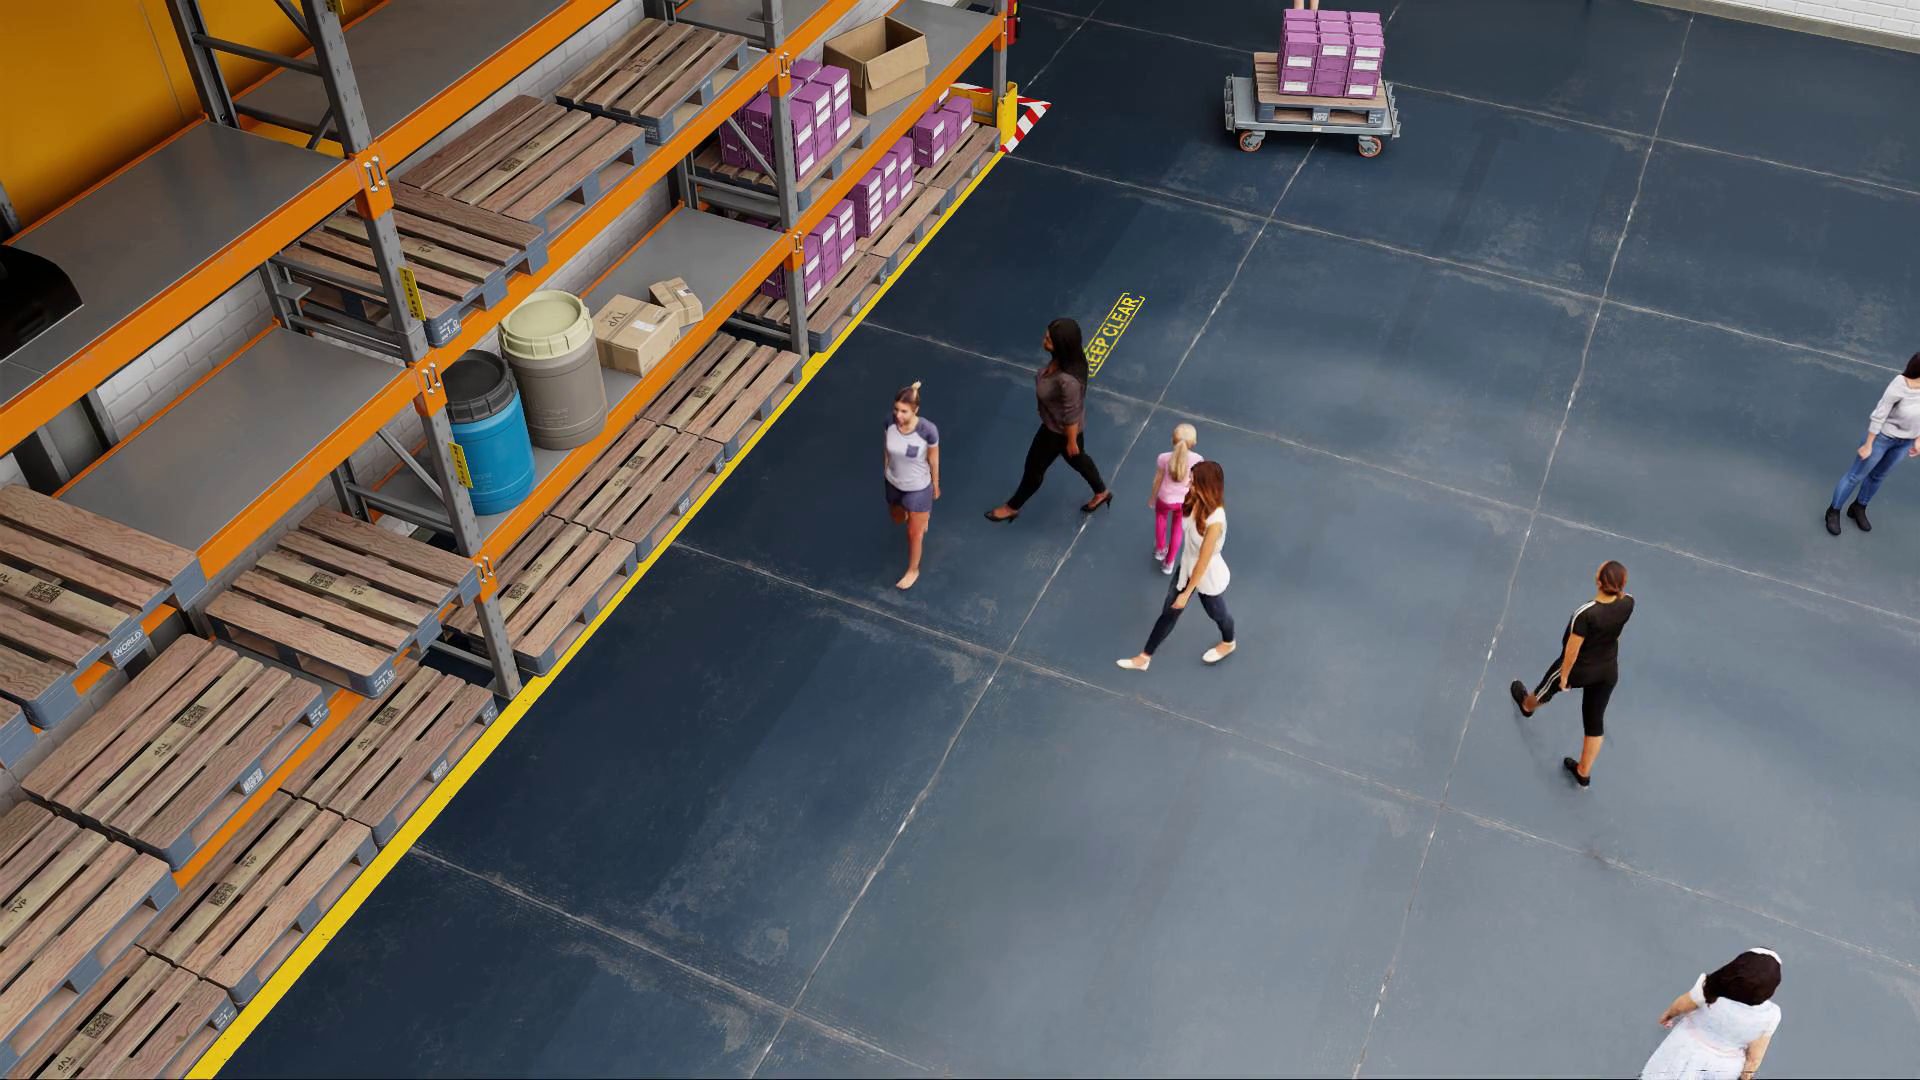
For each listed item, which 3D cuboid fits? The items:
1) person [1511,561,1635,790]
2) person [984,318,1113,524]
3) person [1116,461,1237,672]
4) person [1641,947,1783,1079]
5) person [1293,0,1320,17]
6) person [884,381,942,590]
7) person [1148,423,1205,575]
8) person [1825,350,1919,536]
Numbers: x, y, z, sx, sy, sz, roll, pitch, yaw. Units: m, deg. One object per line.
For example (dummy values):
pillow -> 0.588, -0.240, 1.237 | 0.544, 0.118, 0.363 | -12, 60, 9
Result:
person -> 3.868, 0.836, 10.150 | 1.012, 1.626, 1.156 | -8, 44, -9
person -> 0.824, -0.789, 11.741 | 0.989, 1.784, 1.187 | 3, 44, 3
person -> 1.656, 0.197, 10.739 | 1.161, 1.739, 1.069 | -17, 46, -17
person -> 3.602, 2.657, 8.138 | 0.644, 1.764, 1.184 | 19, 47, 19
person -> 3.604, -5.961, 17.155 | 0.576, 1.805, 0.719 | -29, 51, -27
person -> -0.312, -0.442, 11.508 | 0.594, 1.603, 0.919 | 20, 47, 20
person -> 1.493, -0.257, 11.560 | 0.586, 1.263, 0.622 | 5, 44, 5
person -> 6.571, -0.718, 11.777 | 0.676, 1.633, 0.693 | -6, 44, -7
